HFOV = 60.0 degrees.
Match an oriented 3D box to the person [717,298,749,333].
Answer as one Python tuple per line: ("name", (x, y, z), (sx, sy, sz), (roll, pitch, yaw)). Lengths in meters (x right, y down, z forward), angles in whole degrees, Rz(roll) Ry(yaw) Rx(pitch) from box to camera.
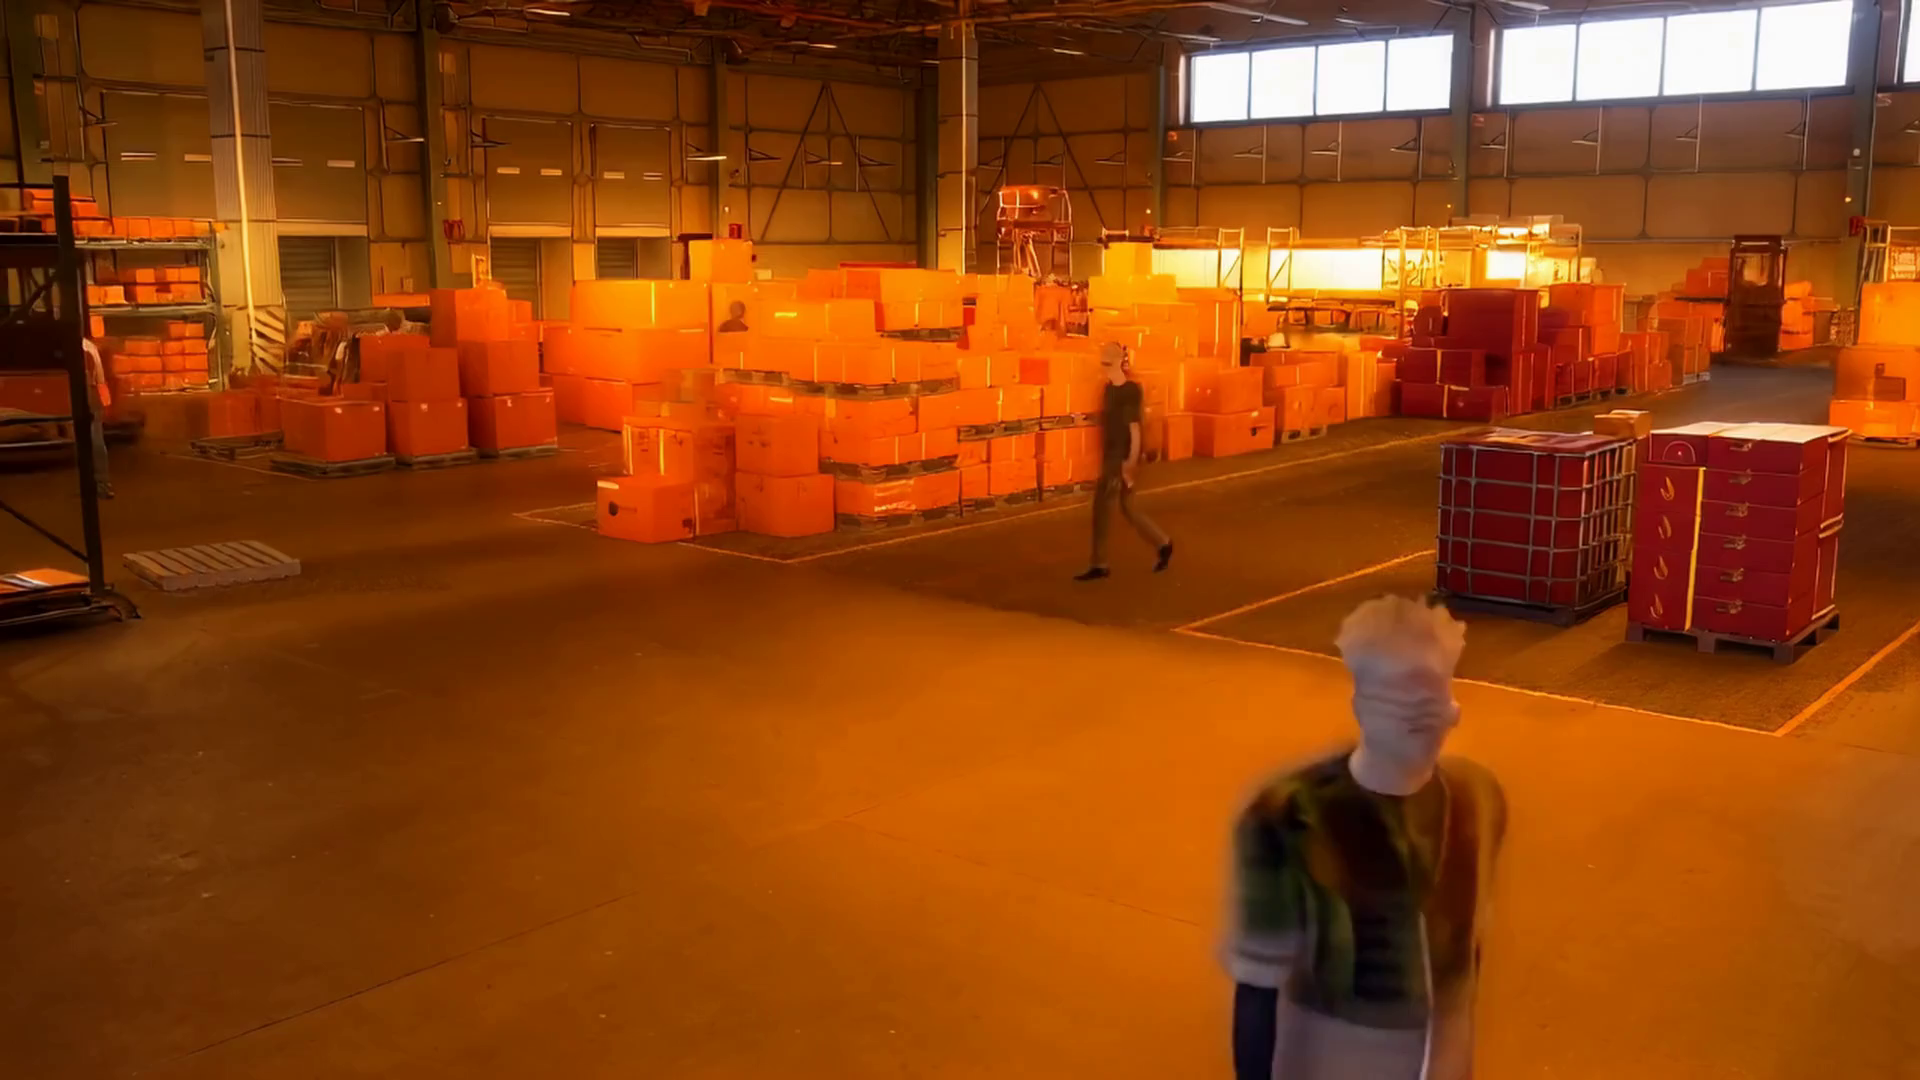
("person", (-2.907, -2.122, 21.216), (0.644, 1.924, 0.643), (-10, 14, -44))

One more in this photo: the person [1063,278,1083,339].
("person", (2.582, -4.961, 37.487), (0.994, 1.889, 0.547), (2, 10, 12))

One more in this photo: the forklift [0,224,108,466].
("forklift", (-10.918, -2.336, 19.690), (1.129, 2.768, 1.873), (-4, 11, -22))

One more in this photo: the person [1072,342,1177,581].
("person", (1.283, -0.602, 12.808), (0.817, 1.835, 0.516), (-5, 11, -27))

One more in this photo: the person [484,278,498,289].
("person", (-9.526, -4.354, 33.864), (0.361, 1.938, 0.546), (3, 11, 19))

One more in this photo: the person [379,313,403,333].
("person", (-8.341, -2.537, 24.462), (0.513, 1.605, 0.796), (-10, 14, -43))

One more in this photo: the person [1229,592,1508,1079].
("person", (0.762, 1.021, 3.316), (0.610, 1.930, 0.956), (-4, 11, -20))

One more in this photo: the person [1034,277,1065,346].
("person", (1.983, -4.890, 36.999), (0.675, 1.903, 0.728), (-6, 12, -30))

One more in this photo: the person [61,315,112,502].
("person", (-8.823, -1.350, 16.867), (0.394, 1.908, 0.597), (-6, 12, -32))

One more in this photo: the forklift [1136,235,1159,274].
("forklift", (4.226, -5.545, 37.965), (1.873, 2.768, 1.129), (2, 10, 13))

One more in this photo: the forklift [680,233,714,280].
("forklift", (-5.114, -4.592, 32.538), (1.873, 2.768, 1.129), (3, 10, 14))

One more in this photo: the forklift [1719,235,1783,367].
("forklift", (17.235, -5.222, 36.123), (1.129, 2.768, 1.873), (4, 11, 20))

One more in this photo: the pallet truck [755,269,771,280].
("pallet truck", (-4.996, -6.432, 45.525), (1.885, 1.965, 0.823), (-6, 12, -32))
